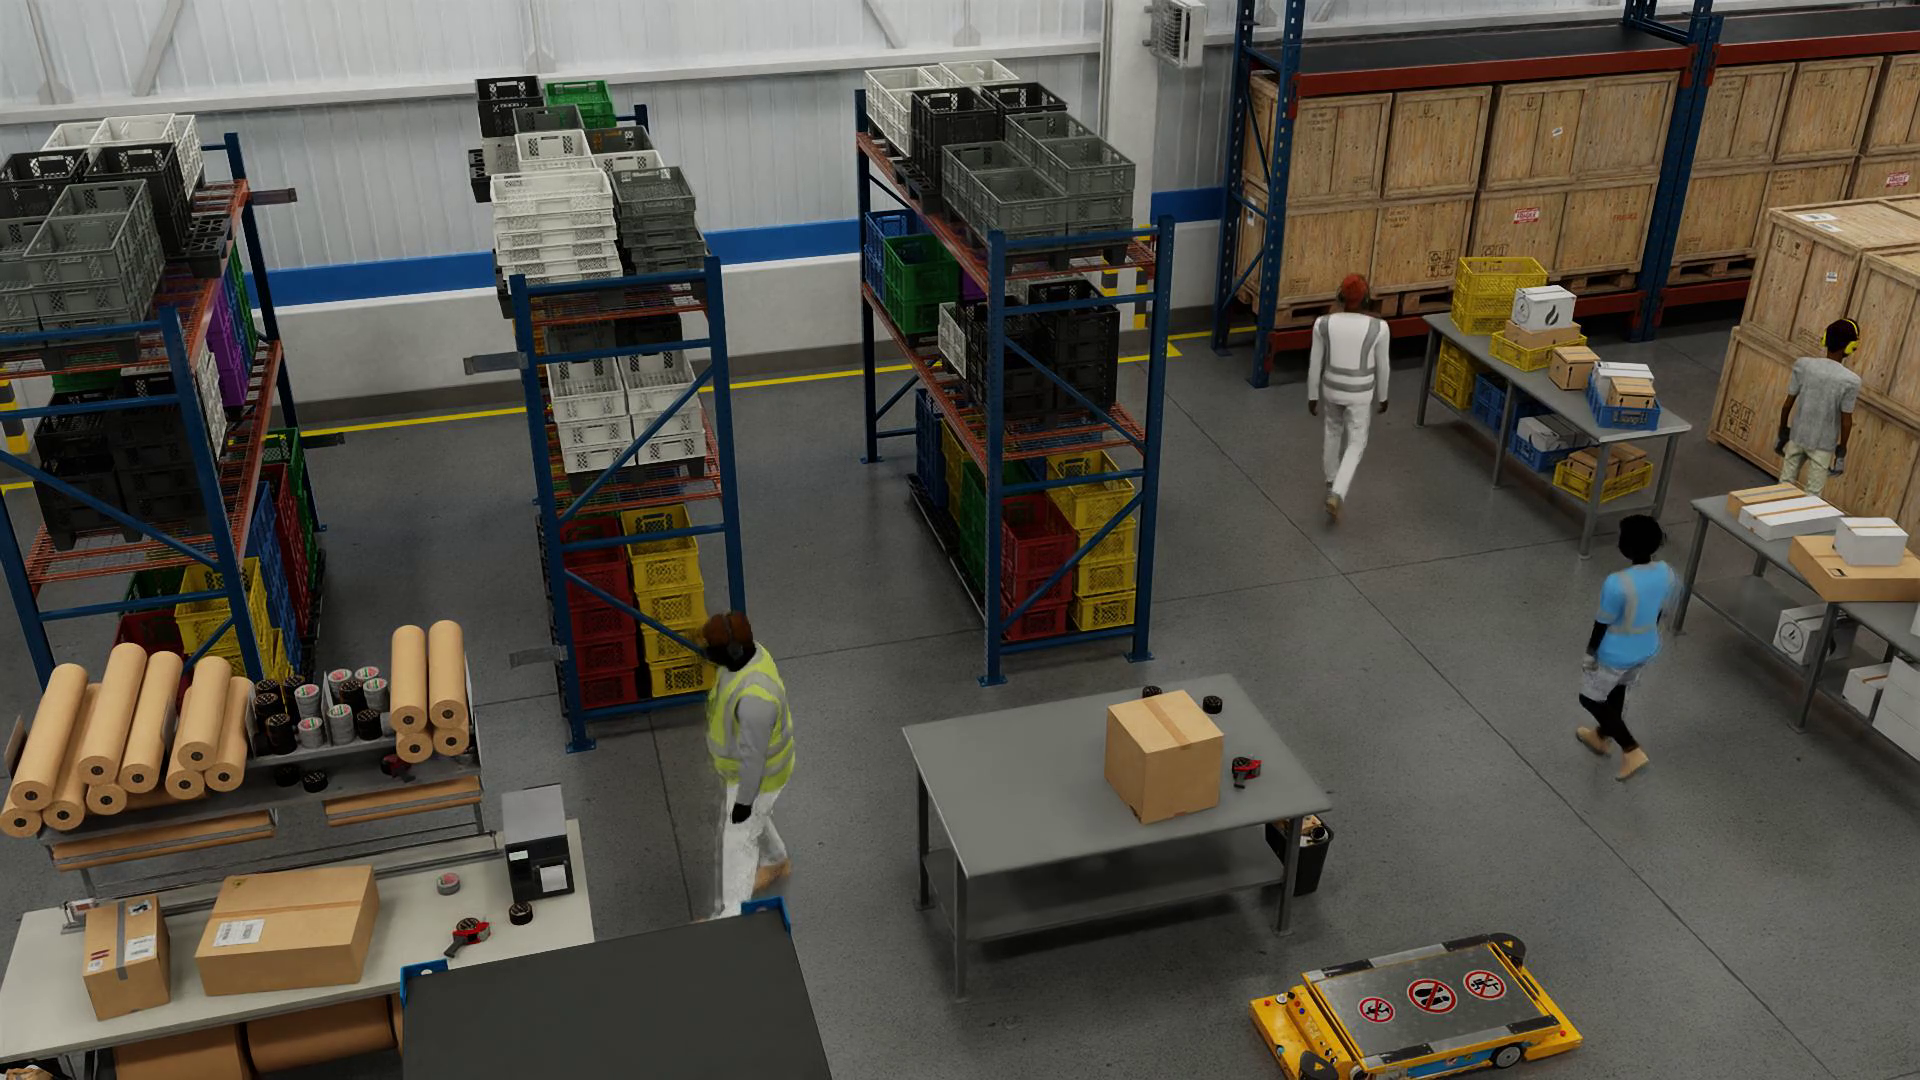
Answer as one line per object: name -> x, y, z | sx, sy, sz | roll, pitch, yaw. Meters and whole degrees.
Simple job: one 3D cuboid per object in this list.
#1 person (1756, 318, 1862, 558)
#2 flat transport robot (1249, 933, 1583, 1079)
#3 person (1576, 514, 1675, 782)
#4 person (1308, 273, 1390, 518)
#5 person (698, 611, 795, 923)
person -> 6.003, -0.671, 11.713 | 0.329, 1.865, 0.514 | -20, 35, -32
flat transport robot -> 2.184, 2.282, 7.980 | 1.431, 0.197, 0.652 | -8, 30, -14
person -> 3.826, 0.632, 9.520 | 0.556, 1.680, 0.589 | -16, 32, -26
person -> 2.894, -1.095, 12.488 | 0.594, 1.860, 0.845 | 16, 33, 27
person -> -1.160, 1.160, 8.468 | 0.634, 1.790, 0.676 | -9, 30, -15
